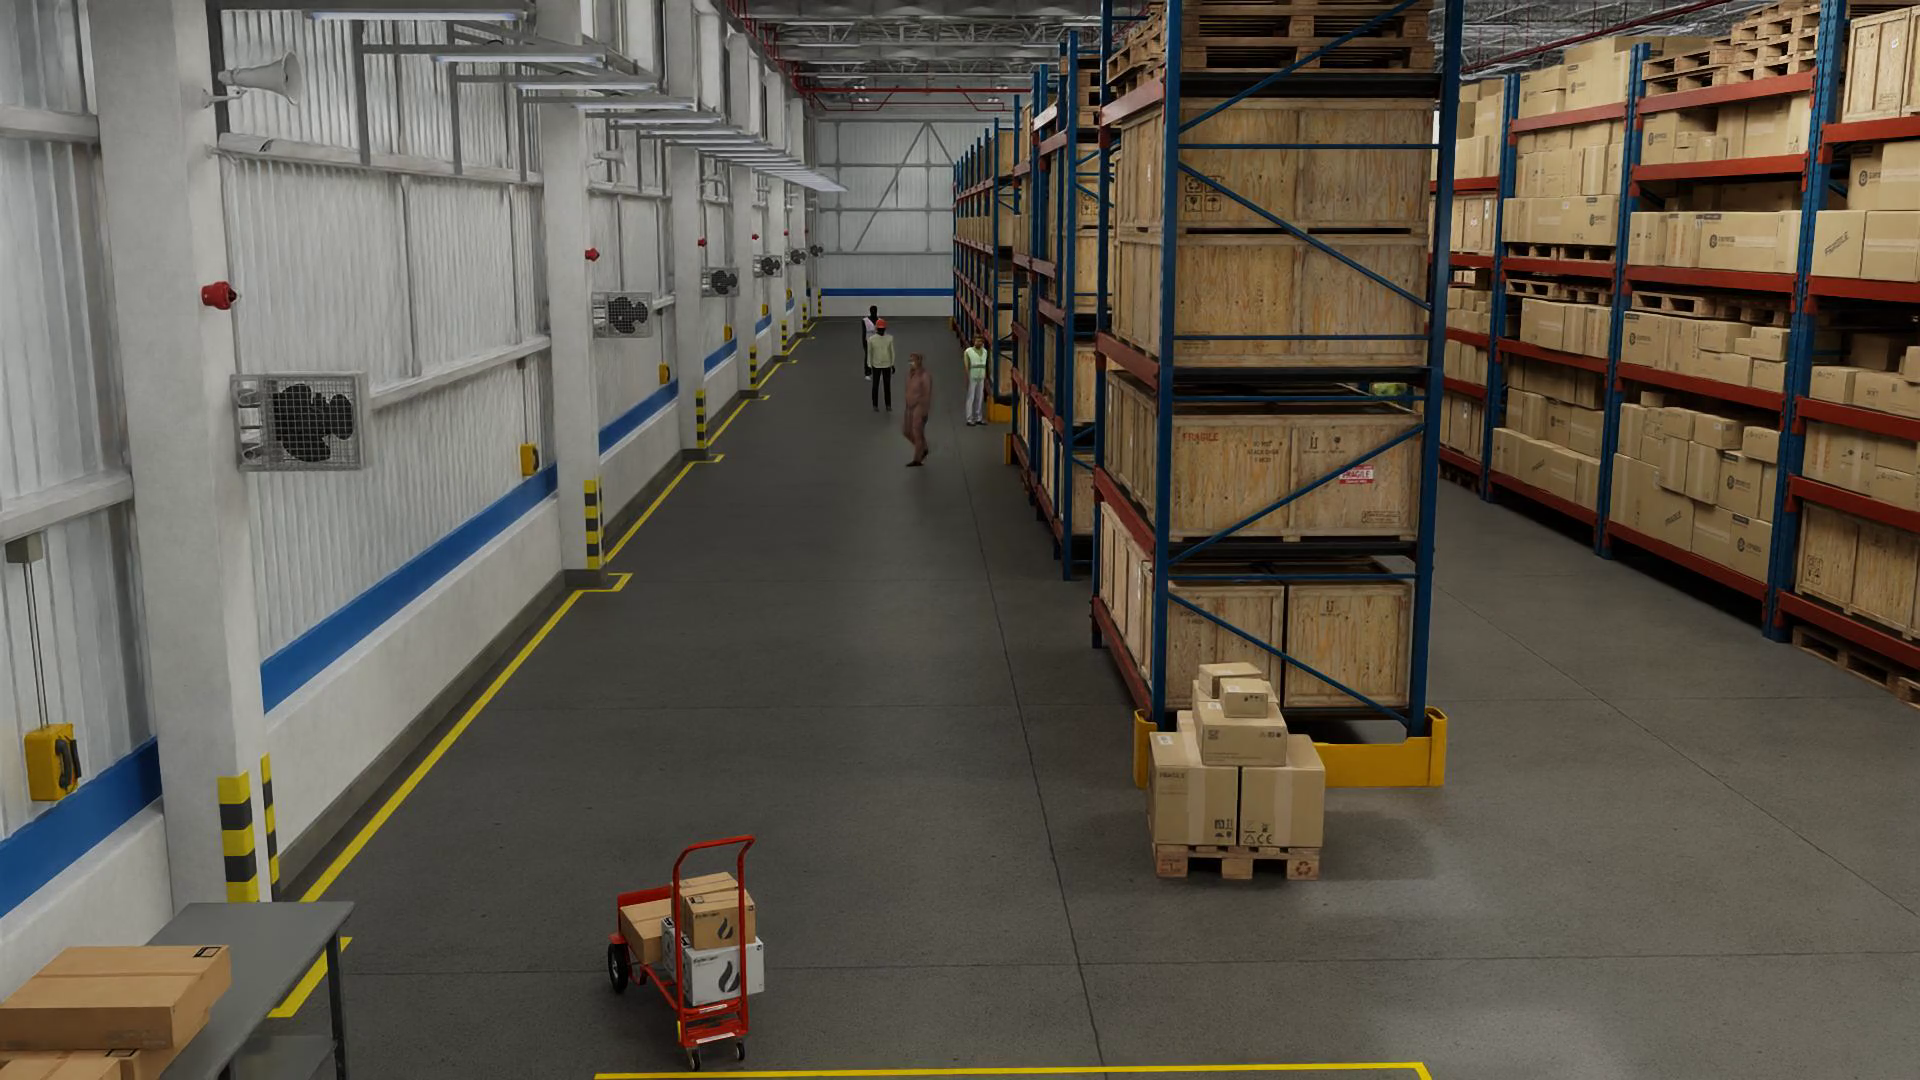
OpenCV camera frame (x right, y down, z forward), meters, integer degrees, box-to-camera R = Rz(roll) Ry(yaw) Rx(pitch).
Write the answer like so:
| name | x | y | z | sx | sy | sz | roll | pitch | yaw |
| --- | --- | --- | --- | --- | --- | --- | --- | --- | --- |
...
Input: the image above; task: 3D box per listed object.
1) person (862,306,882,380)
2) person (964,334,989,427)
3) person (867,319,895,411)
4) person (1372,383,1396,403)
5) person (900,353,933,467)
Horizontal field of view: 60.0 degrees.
| name | x | y | z | sx | sy | sz | roll | pitch | yaw |
| --- | --- | --- | --- | --- | --- | --- | --- | --- | --- |
| person | -2.246 | -5.074 | 42.790 | 0.591 | 1.910 | 0.392 | -6 | 12 | -28 |
| person | 0.315 | -3.192 | 33.174 | 0.563 | 1.837 | 0.389 | -9 | 14 | -40 |
| person | -1.687 | -3.752 | 35.710 | 0.614 | 1.988 | 0.405 | -3 | 11 | -15 |
| person | 7.298 | -2.275 | 28.805 | 0.358 | 1.674 | 0.560 | -5 | 12 | -25 |
| person | -0.740 | -2.168 | 27.686 | 0.425 | 1.894 | 0.661 | -7 | 13 | -34 |
